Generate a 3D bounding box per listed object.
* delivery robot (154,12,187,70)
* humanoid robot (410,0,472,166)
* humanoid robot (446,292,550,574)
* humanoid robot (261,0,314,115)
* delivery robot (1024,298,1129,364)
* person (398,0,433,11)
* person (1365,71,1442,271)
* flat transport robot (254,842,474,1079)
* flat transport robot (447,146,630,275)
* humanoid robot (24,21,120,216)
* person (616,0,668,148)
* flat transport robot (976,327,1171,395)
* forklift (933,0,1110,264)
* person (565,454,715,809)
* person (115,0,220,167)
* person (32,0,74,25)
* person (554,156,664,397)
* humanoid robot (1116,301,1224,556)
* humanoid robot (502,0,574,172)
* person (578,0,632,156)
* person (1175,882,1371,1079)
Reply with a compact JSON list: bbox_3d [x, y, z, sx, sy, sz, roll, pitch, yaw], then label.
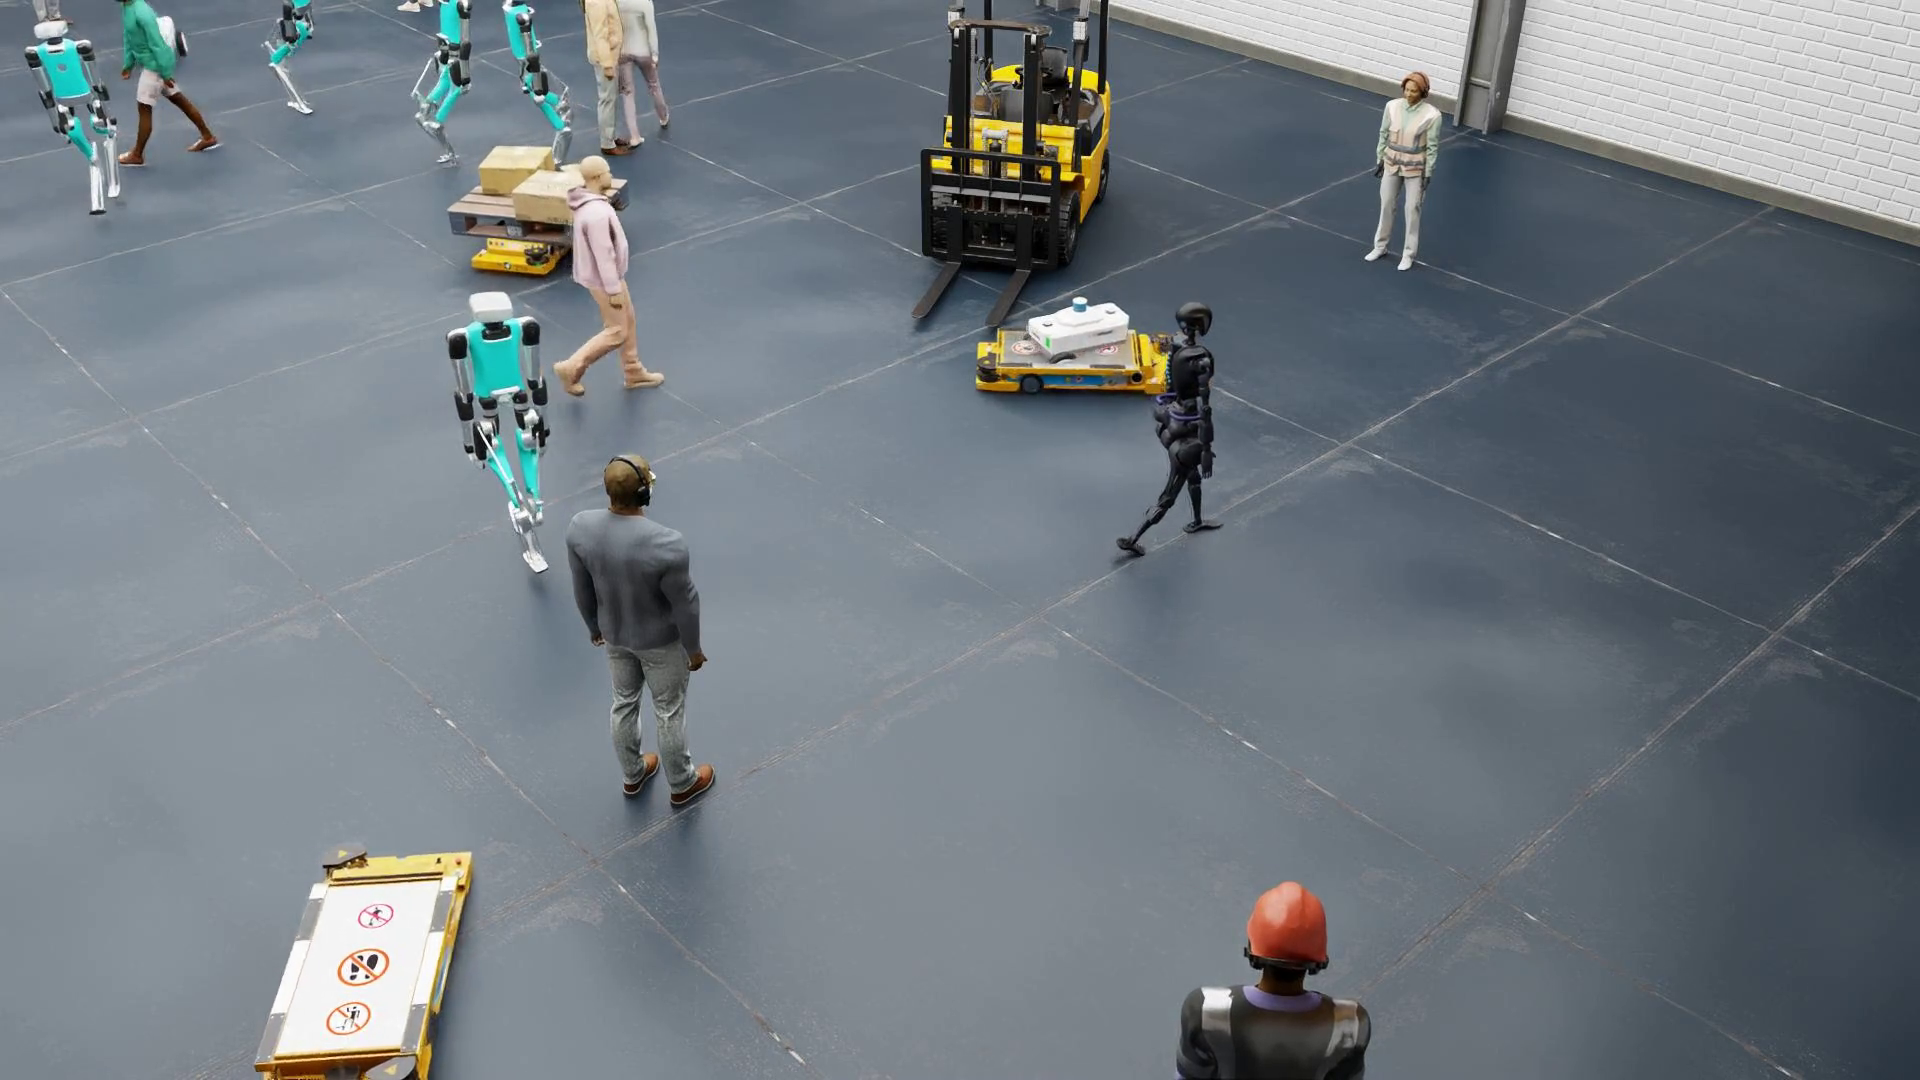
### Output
[{"bbox_3d":[-8.900,-5.545,18.423,0.499,0.583,0.759,-10,34,-15],"label":"delivery robot"},{"bbox_3d":[-4.849,-4.295,15.494,0.761,1.823,0.538,-24,40,-32],"label":"humanoid robot"},{"bbox_3d":[-2.588,-0.570,9.686,0.559,1.740,0.991,-18,37,-25],"label":"humanoid robot"},{"bbox_3d":[-6.827,-5.136,16.728,0.837,1.785,0.619,3,33,4],"label":"humanoid robot"},{"bbox_3d":[0.837,-1.475,12.187,0.776,0.605,0.513,-14,35,-20],"label":"delivery robot"},{"bbox_3d":[-6.662,-7.304,19.933,0.418,1.868,0.808,17,37,25],"label":"person"},{"bbox_3d":[3.625,-3.012,13.554,0.519,1.632,0.313,25,40,33],"label":"person"},{"bbox_3d":[-2.581,1.883,7.279,0.659,0.231,1.431,-3,33,-4],"label":"flat transport robot"},{"bbox_3d":[-3.567,-2.659,14.260,0.659,0.231,1.431,7,34,11],"label":"flat transport robot"},{"bbox_3d":[-7.643,-3.702,14.515,0.555,1.734,1.009,-10,34,-15],"label":"humanoid robot"},{"bbox_3d":[-3.160,-4.743,16.131,0.521,1.715,0.882,0,33,0],"label":"person"},{"bbox_3d":[0.842,-1.308,12.183,1.431,0.231,0.659,1,33,2],"label":"flat transport robot"},{"bbox_3d":[0.570,-3.725,14.138,1.214,2.155,2.313,9,34,13],"label":"forklift"},{"bbox_3d":[-1.515,0.452,7.949,0.634,1.937,0.352,11,35,17],"label":"person"},{"bbox_3d":[-7.636,-4.437,15.606,1.024,1.782,0.493,-20,38,-28],"label":"person"},{"bbox_3d":[-10.739,-6.750,19.286,0.317,1.647,0.458,4,33,6],"label":"person"},{"bbox_3d":[-2.506,-1.806,11.576,0.711,1.759,0.543,-8,34,-12],"label":"person"},{"bbox_3d":[1.300,-0.670,9.965,0.787,1.637,0.592,-11,35,-16],"label":"humanoid robot"},{"bbox_3d":[-3.789,-4.201,15.366,0.680,1.877,0.554,-17,37,-24],"label":"humanoid robot"},{"bbox_3d":[-3.361,-4.589,15.769,0.390,1.870,0.565,-2,33,-4],"label":"person"},{"bbox_3d":[0.999,1.947,5.572,0.598,2.036,0.408,2,33,3],"label":"person"}]
